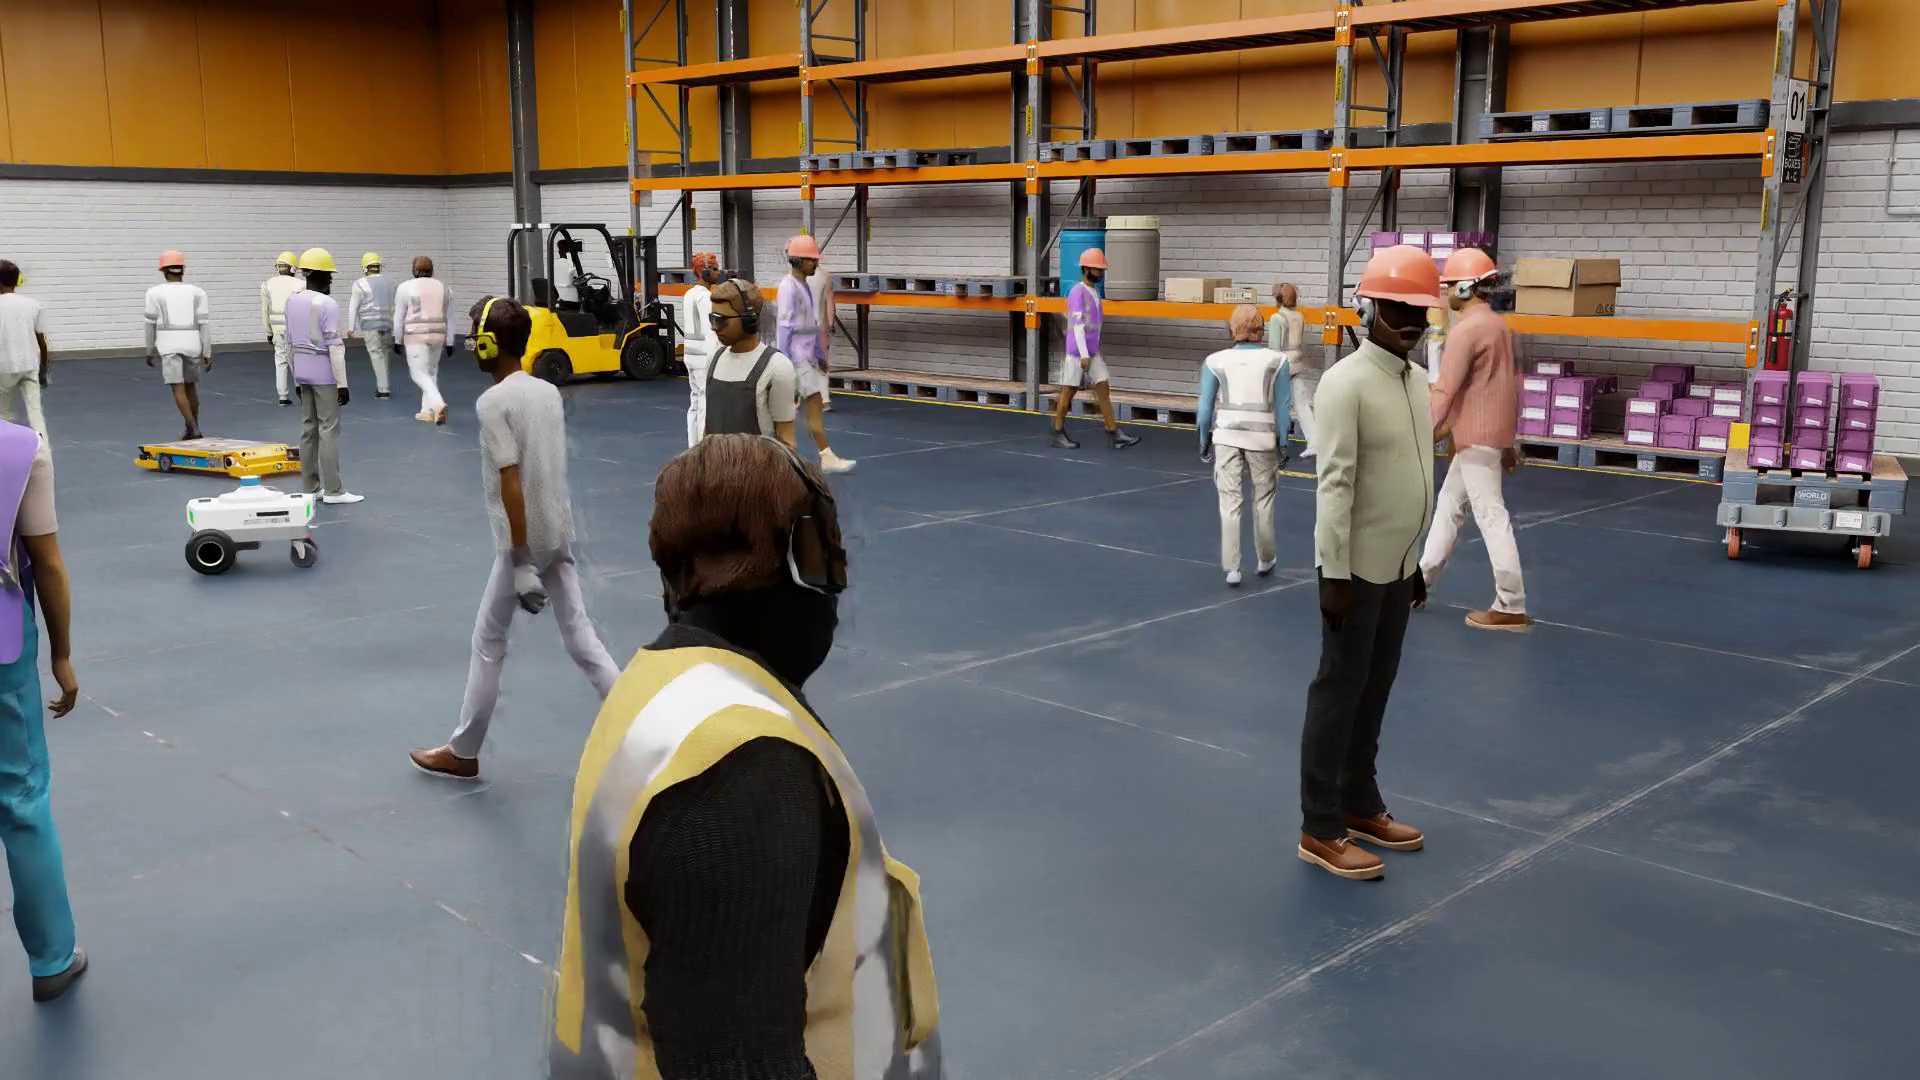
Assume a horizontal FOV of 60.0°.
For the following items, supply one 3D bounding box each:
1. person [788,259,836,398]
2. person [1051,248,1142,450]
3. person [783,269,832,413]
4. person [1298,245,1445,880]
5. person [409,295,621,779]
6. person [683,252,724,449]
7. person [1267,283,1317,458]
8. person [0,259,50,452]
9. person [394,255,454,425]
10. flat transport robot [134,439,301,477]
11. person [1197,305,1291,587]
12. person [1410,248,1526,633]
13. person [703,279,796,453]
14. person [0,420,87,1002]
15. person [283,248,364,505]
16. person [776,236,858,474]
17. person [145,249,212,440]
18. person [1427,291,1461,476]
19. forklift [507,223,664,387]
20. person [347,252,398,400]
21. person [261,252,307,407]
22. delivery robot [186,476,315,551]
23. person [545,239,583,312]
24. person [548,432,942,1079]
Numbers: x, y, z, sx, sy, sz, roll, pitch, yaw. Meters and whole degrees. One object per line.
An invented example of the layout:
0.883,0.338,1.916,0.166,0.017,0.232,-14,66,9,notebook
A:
-1.840,-2.709,20.679,0.638,1.910,0.407,2,11,13,person
1.266,-1.773,15.603,0.958,1.888,0.569,7,12,32,person
-1.778,-2.396,18.954,0.492,1.947,0.633,10,14,42,person
1.333,0.066,5.313,0.392,1.989,0.618,8,13,39,person
-1.558,0.021,6.079,0.997,1.811,0.554,4,11,20,person
-2.118,-1.449,13.874,0.353,1.883,0.573,-5,12,-26,person
2.970,-1.547,15.205,0.545,1.592,0.862,-10,14,-43,person
-7.738,-1.367,13.607,0.971,1.818,0.544,10,14,43,person
-5.734,-2.149,17.899,0.833,1.813,0.626,9,14,41,person
-6.353,-0.722,14.308,1.431,0.197,0.652,6,12,28,flat transport robot
1.666,-0.560,9.727,0.544,1.612,0.675,3,11,14,person
2.564,-0.522,8.631,0.963,1.944,0.626,6,12,31,person
-0.929,-0.200,7.188,0.507,1.840,0.343,8,13,36,person
-2.591,0.329,4.275,0.563,1.847,0.389,-5,12,-27,person
-4.816,-1.228,12.552,0.595,1.923,0.375,7,12,33,person
-1.246,-1.555,14.101,0.930,2.003,0.636,1,10,6,person
-7.480,-1.835,15.988,0.534,1.904,0.926,-9,14,-40,person
3.808,-1.294,12.914,0.563,1.926,0.526,-8,13,-39,person
-5.316,-3.263,22.920,2.313,2.155,1.214,-10,14,-44,forklift
-7.291,-2.647,20.616,0.713,1.800,0.598,9,13,39,person
-7.898,-2.473,19.631,0.600,1.818,0.403,1,10,3,person
-4.323,-0.150,10.161,0.707,0.478,0.477,-4,11,-20,delivery robot
-6.368,-3.869,26.844,0.608,1.965,0.372,1,10,6,person
-0.235,0.796,1.880,0.432,1.807,0.700,-2,11,-11,person
